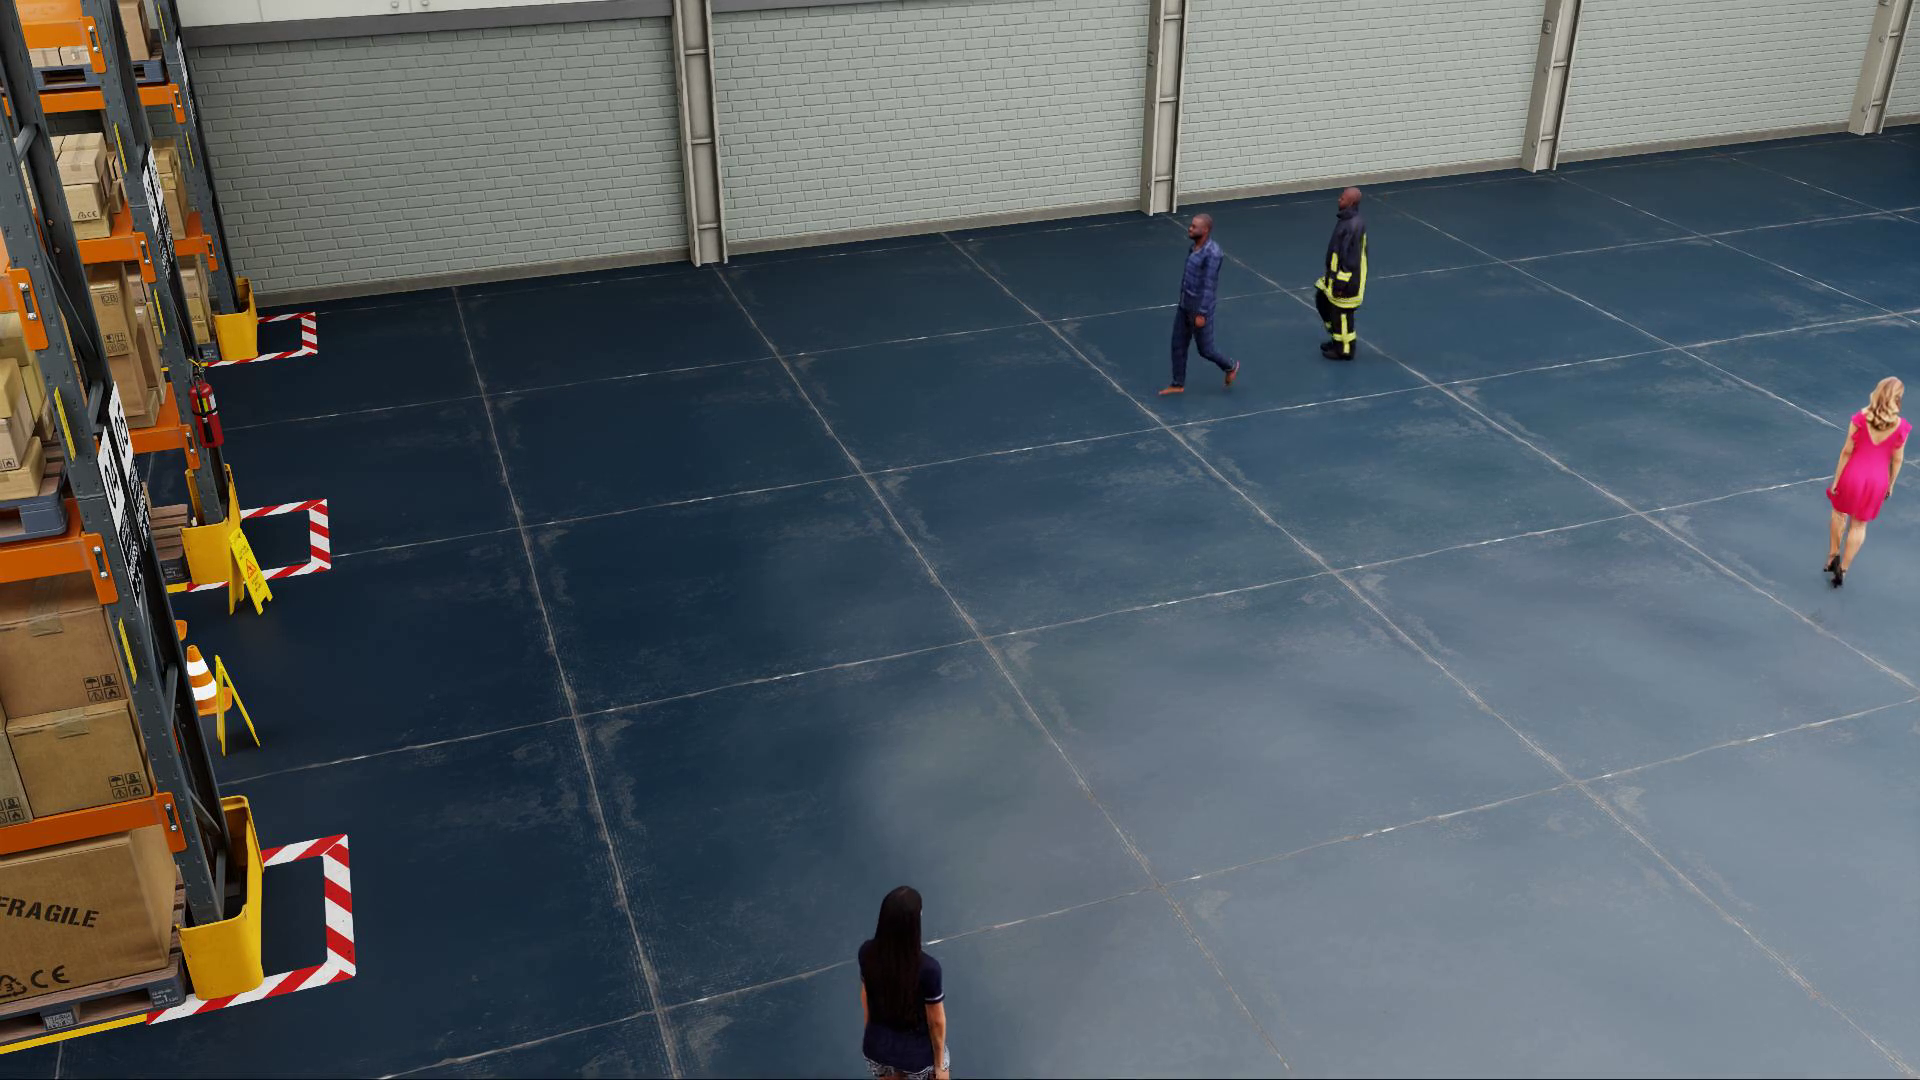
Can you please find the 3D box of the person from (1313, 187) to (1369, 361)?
[{"bbox_3d":[4.003,-2.704,16.912,0.943,1.810,0.912,5,28,9],"label":"person"}]

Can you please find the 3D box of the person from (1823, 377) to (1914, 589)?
[{"bbox_3d":[6.885,-0.400,12.687,0.728,1.714,0.788,12,30,22],"label":"person"}]

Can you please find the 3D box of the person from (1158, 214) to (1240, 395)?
[{"bbox_3d":[2.377,-2.250,16.074,1.028,1.796,0.663,-10,30,-17],"label":"person"}]

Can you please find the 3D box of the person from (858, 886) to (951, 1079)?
[{"bbox_3d":[-0.283,2.345,7.489,0.769,1.756,0.827,11,30,20],"label":"person"}]
